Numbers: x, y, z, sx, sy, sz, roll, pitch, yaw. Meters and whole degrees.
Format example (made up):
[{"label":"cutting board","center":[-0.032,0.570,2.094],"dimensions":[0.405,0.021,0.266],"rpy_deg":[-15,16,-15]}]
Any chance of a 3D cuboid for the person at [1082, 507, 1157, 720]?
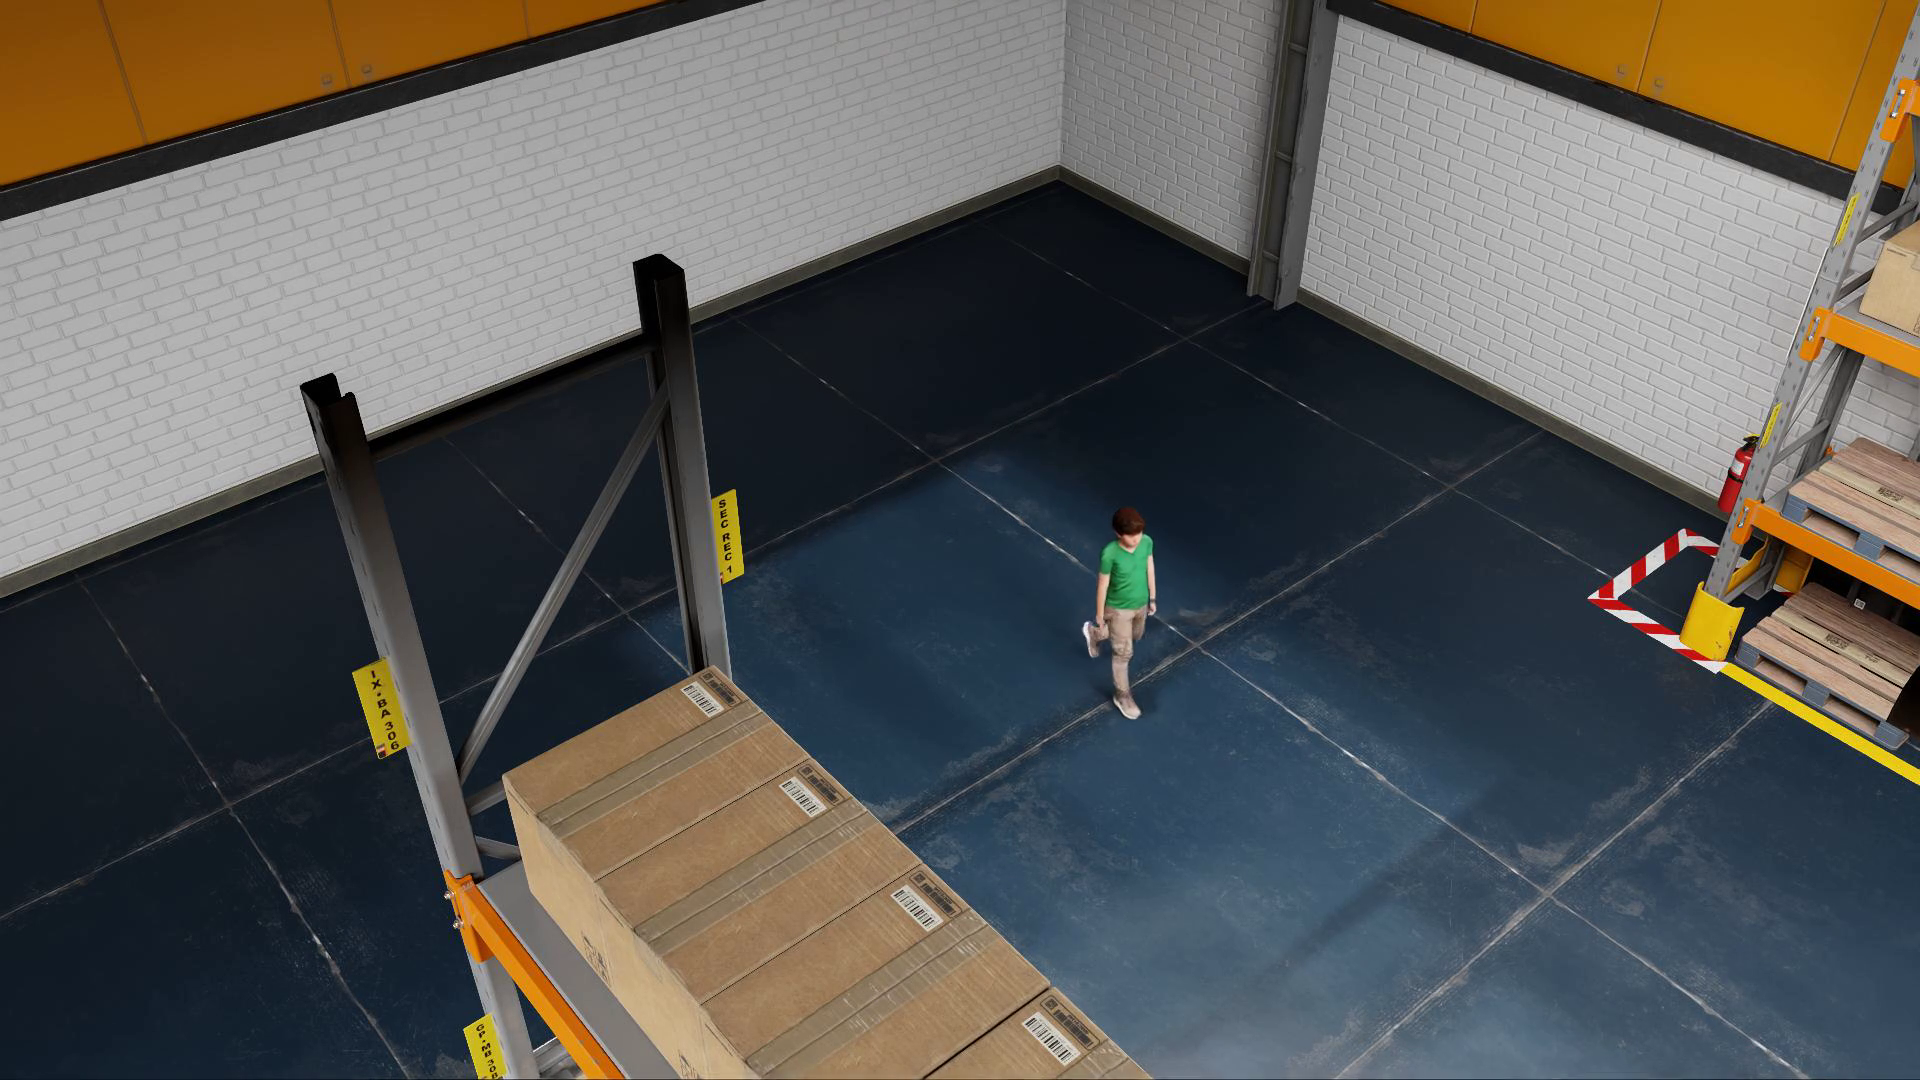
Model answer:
[{"label":"person","center":[1.074,0.395,11.284],"dimensions":[0.664,1.629,1.037],"rpy_deg":[-21,43,-24]}]
